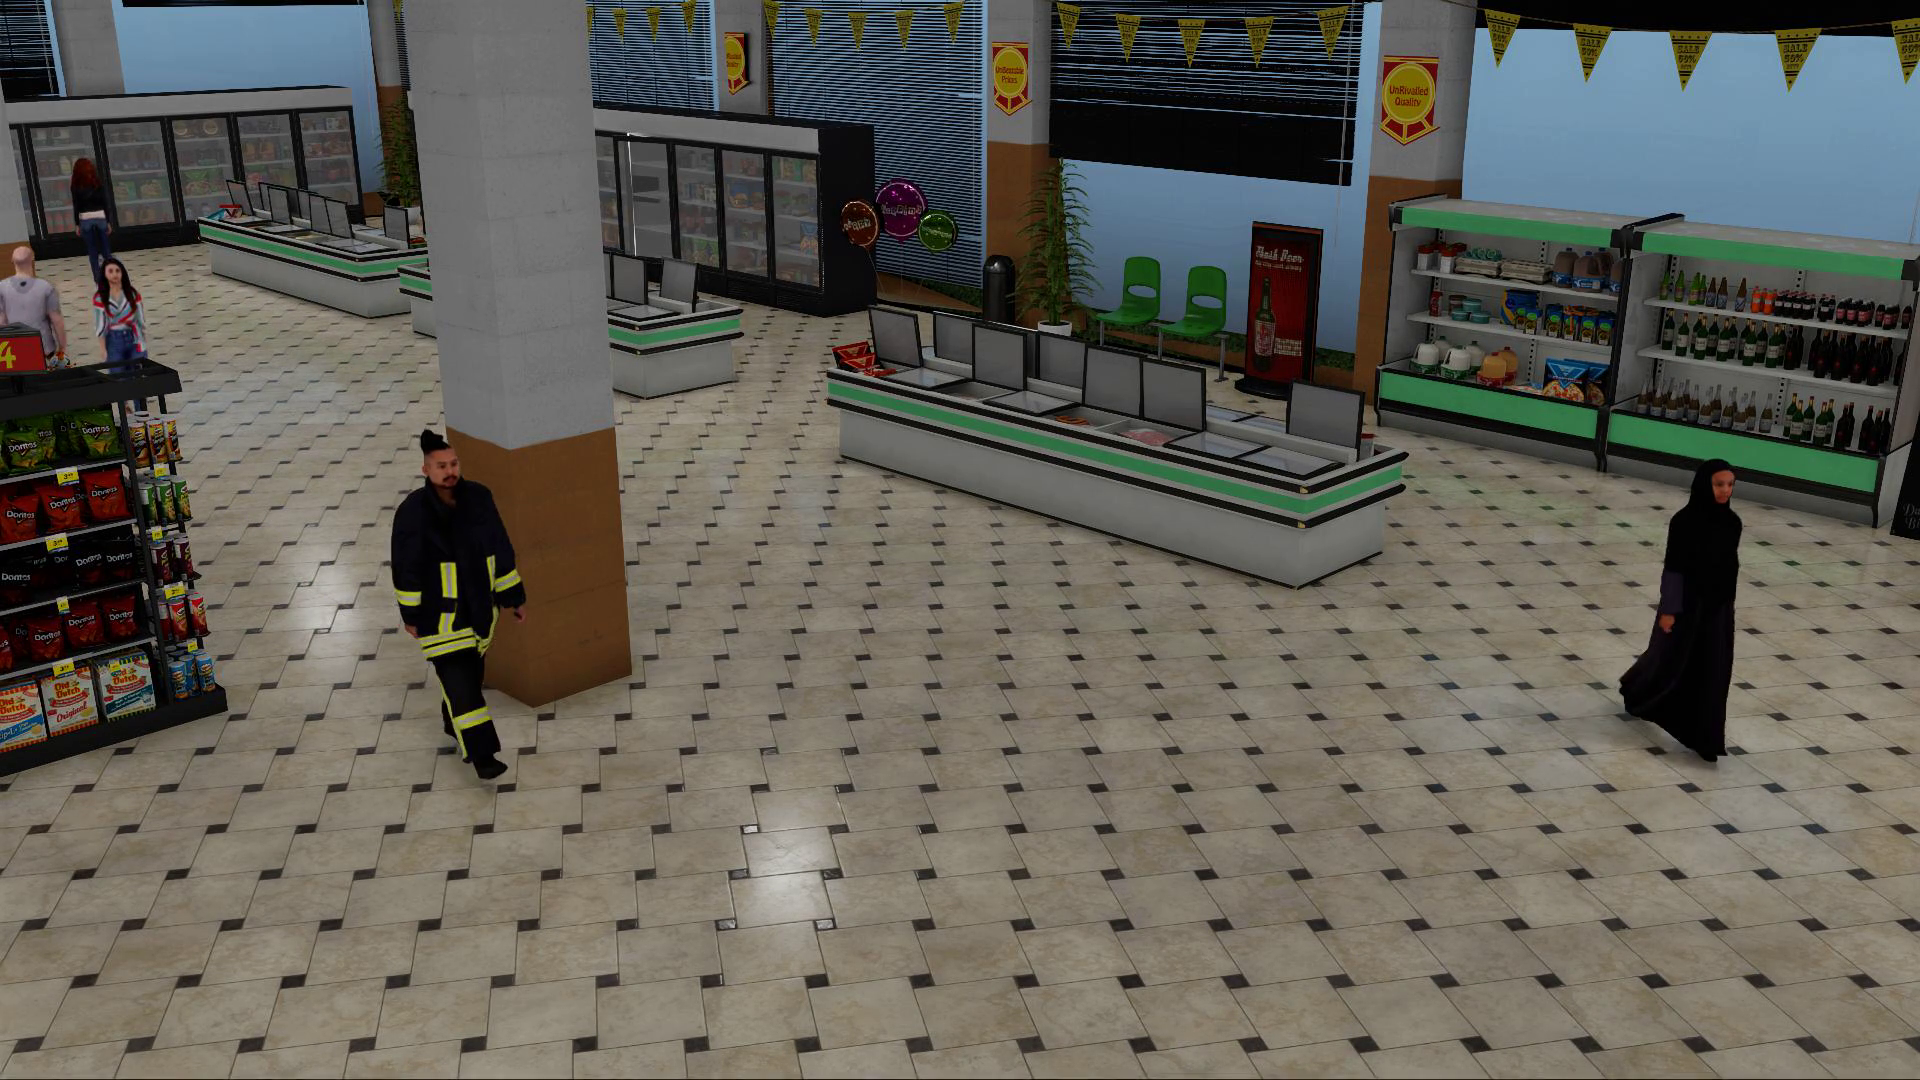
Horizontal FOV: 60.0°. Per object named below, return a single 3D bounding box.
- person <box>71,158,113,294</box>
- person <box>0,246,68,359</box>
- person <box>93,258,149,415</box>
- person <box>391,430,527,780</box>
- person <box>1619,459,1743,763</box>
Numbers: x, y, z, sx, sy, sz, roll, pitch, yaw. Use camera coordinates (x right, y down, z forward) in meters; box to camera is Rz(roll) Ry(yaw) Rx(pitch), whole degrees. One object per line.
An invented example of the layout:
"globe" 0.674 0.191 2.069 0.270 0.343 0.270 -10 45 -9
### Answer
"person" -11.520 -4.175 22.129 0.608 1.785 0.660 -14 23 -35
"person" -8.115 -1.621 14.513 0.814 1.812 0.828 -6 20 -17
"person" -7.737 -1.801 15.384 0.730 1.598 0.979 -11 22 -30
"person" -2.680 0.313 8.762 1.110 1.822 0.773 16 25 40
"person" 3.959 0.335 9.058 1.020 1.592 1.148 -2 19 -6
